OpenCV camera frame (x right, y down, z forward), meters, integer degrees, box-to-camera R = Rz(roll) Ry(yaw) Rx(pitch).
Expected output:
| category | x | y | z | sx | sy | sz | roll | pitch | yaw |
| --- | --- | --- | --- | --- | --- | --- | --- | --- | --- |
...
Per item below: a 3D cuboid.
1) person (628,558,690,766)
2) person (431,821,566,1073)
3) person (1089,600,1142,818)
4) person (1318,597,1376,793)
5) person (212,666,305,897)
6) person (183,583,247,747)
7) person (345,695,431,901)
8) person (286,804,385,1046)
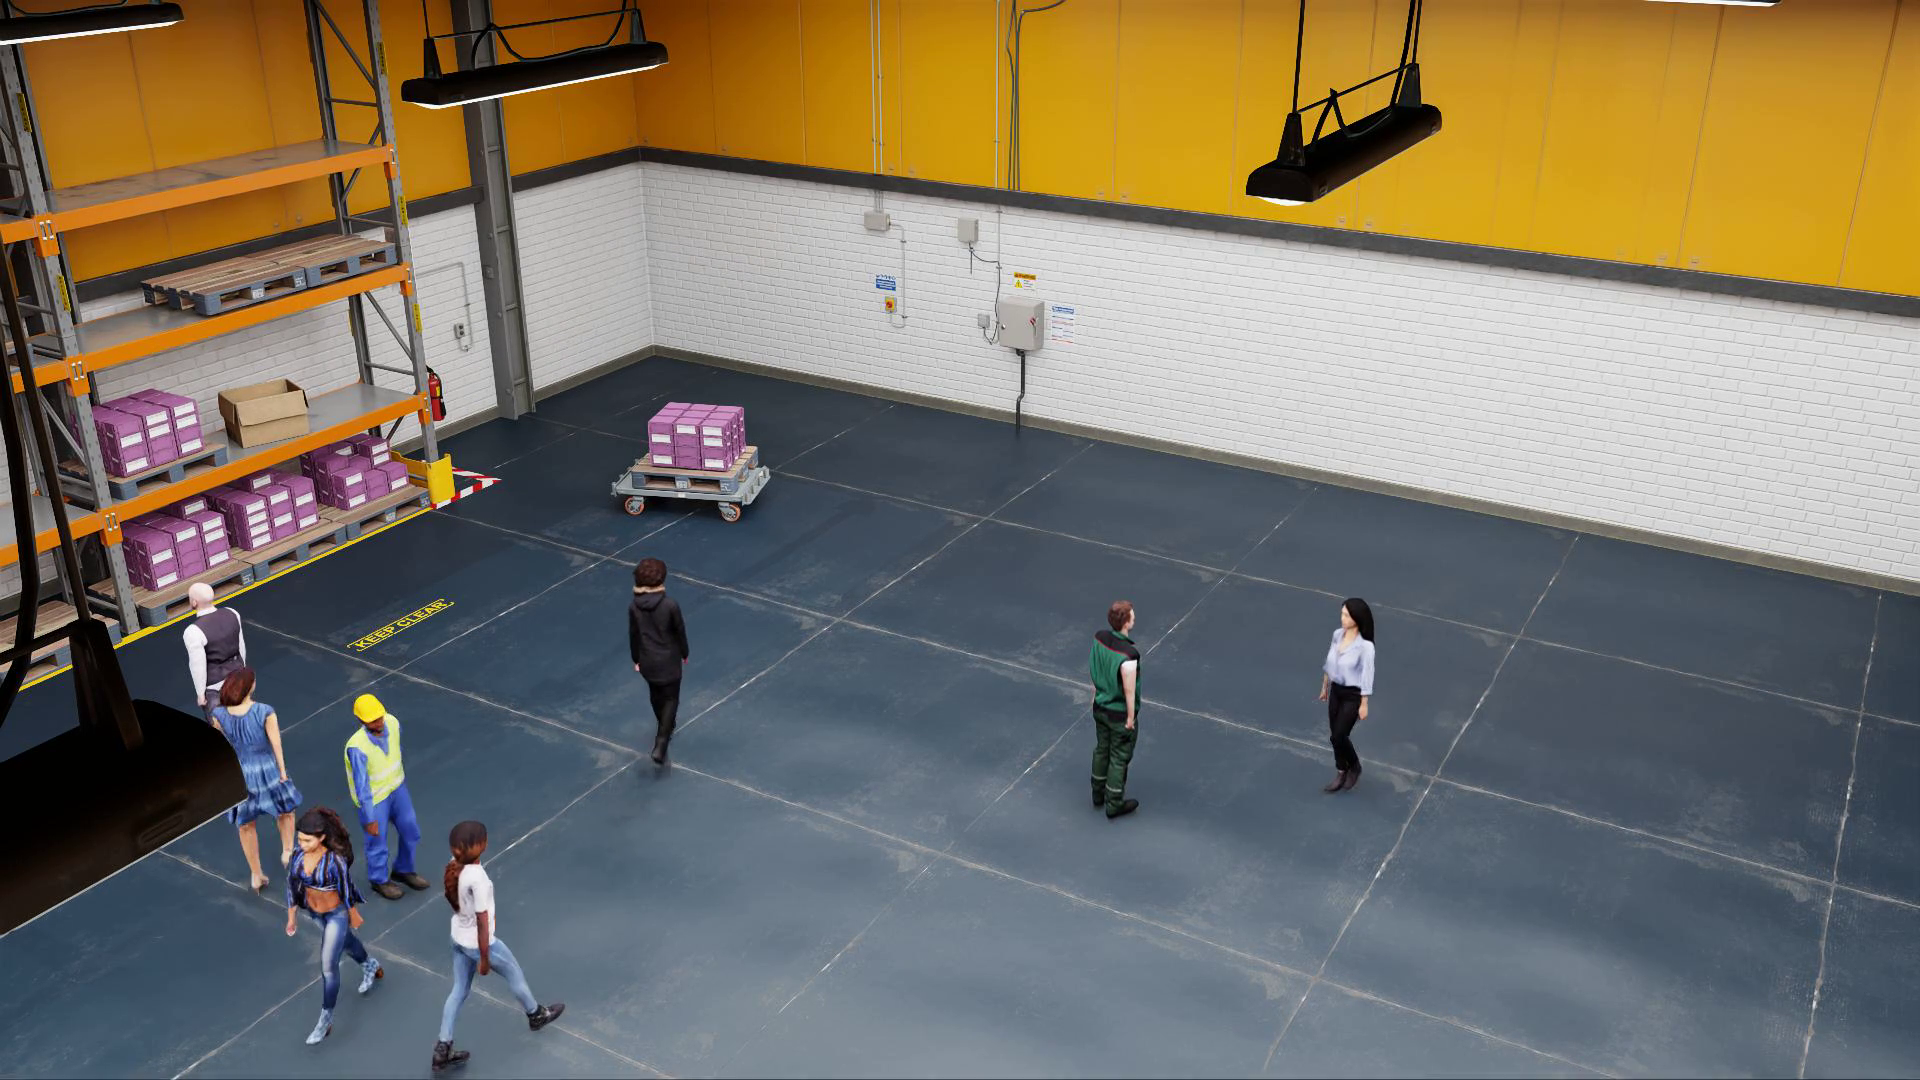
| category | x | y | z | sx | sy | sz | roll | pitch | yaw |
| --- | --- | --- | --- | --- | --- | --- | --- | --- | --- |
| person | -2.502 | 1.029 | 13.823 | 0.876 | 1.754 | 1.174 | 4 | 24 | 9 |
| person | -3.105 | 2.564 | 10.414 | 1.198 | 1.671 | 0.801 | -21 | 31 | -39 |
| person | 1.222 | 1.303 | 13.086 | 0.726 | 1.842 | 0.721 | -16 | 28 | -32 |
| person | 3.175 | 1.258 | 13.326 | 0.822 | 1.732 | 0.788 | -11 | 26 | -24 |
| person | -5.113 | 1.785 | 12.046 | 0.880 | 1.792 | 0.934 | -2 | 24 | -4 |
| person | -5.928 | 1.180 | 13.396 | 0.775 | 1.820 | 0.575 | 9 | 25 | 19 |
| person | -4.210 | 1.823 | 11.987 | 0.732 | 1.770 | 0.676 | 10 | 26 | 22 |
| person | -4.073 | 2.413 | 10.878 | 0.704 | 1.577 | 1.048 | 9 | 25 | 21 |
